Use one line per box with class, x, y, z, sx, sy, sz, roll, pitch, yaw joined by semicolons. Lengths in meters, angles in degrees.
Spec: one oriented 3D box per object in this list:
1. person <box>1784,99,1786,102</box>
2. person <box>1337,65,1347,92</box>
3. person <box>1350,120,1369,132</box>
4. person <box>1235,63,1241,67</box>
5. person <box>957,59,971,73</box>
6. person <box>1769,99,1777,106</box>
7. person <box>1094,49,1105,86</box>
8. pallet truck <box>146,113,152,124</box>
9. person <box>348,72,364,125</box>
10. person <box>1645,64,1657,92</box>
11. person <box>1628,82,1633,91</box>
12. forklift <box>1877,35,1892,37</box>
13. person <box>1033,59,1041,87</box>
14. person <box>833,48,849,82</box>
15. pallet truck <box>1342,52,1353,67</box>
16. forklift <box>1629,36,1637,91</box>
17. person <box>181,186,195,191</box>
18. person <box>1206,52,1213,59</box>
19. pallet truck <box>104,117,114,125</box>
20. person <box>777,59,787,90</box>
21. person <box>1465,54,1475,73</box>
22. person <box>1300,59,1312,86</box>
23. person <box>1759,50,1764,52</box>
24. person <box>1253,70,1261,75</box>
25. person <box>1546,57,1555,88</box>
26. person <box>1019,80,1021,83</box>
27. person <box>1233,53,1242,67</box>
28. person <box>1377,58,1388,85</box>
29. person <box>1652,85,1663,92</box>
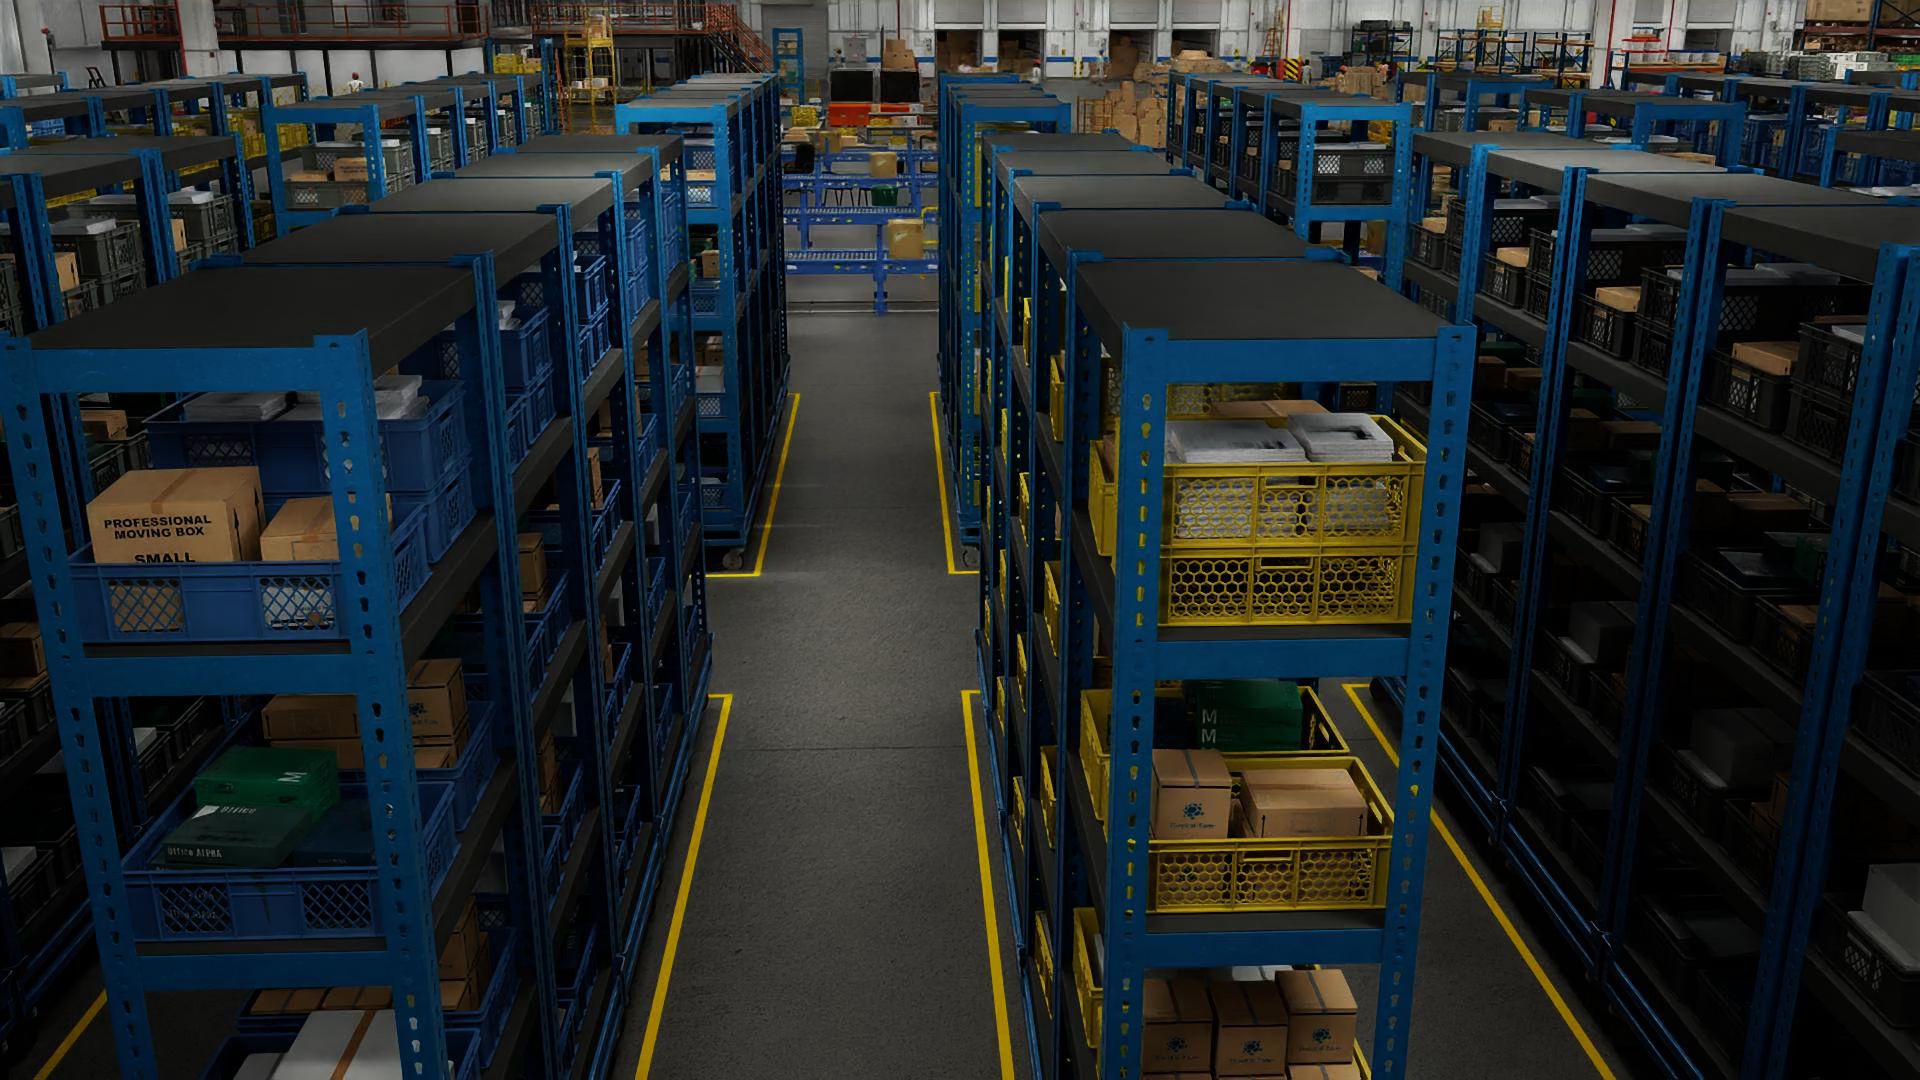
person;32.608;-17.765;65.857;0.329;1.872;0.507;-10;20;-28
person;15.045;-17.716;65.587;0.349;1.940;0.551;5;19;15
person;11.822;-12.305;49.203;0.538;1.721;0.930;2;18;7
person;10.896;-17.705;65.397;0.551;2.000;0.688;2;18;5
person;0.194;-20.712;74.956;0.664;1.926;0.777;3;18;8
person;23.423;-11.891;48.032;0.631;1.635;0.882;-8;20;-23
person;7.522;-25.237;88.882;0.457;1.924;0.619;10;20;27
pallet truck;-18.087;-8.309;36.390;1.885;1.965;0.823;-1;18;-4
person;-21.897;-16.038;60.487;0.584;1.884;0.349;-1;18;-4
person;31.290;-20.868;75.383;0.655;1.920;0.646;-15;23;-38
person;27.515;-18.701;68.710;0.485;1.896;0.629;-3;18;-10
forklift;44.168;-22.911;80.163;1.129;2.768;1.873;-1;18;-2
person;3.362;-20.292;73.593;0.606;1.917;0.556;-9;20;-25
person;-6.707;-26.655;93.349;0.969;1.881;0.598;-4;18;-11
pallet truck;18.794;-23.123;82.231;0.823;1.965;1.885;-13;22;-35
forklift;30.616;-21.919;77.092;1.129;2.768;1.873;-1;18;-2
person;-12.661;-5.317;27.358;0.645;1.865;0.972;-13;22;-34
person;13.080;-24.748;87.542;0.430;1.837;0.620;-11;21;-30
pallet truck;-18.367;-7.885;35.078;1.885;1.965;0.823;1;18;2
person;-9.122;-23.972;85.129;0.588;1.829;0.643;15;23;38
person;24.761;-22.581;80.714;0.629;1.901;0.617;-12;21;-32
person;15.638;-20.789;75.239;0.503;1.861;0.328;7;19;21
person;41.781;-24.614;86.940;0.542;1.938;0.358;-9;20;-26
person;10.565;-15.767;59.472;0.381;1.994;0.622;-12;21;-32
person;28.679;-22.590;80.912;0.960;1.798;0.526;-1;18;-2
person;1.855;-13.185;51.439;0.410;2.029;0.610;-10;20;-28
person;14.973;-25.416;89.796;0.497;1.715;0.686;10;20;27
person;20.766;-22.813;81.761;0.532;1.693;0.319;0;18;-1
person;24.245;-15.266;57.997;0.500;1.942;0.624;-1;18;-2
